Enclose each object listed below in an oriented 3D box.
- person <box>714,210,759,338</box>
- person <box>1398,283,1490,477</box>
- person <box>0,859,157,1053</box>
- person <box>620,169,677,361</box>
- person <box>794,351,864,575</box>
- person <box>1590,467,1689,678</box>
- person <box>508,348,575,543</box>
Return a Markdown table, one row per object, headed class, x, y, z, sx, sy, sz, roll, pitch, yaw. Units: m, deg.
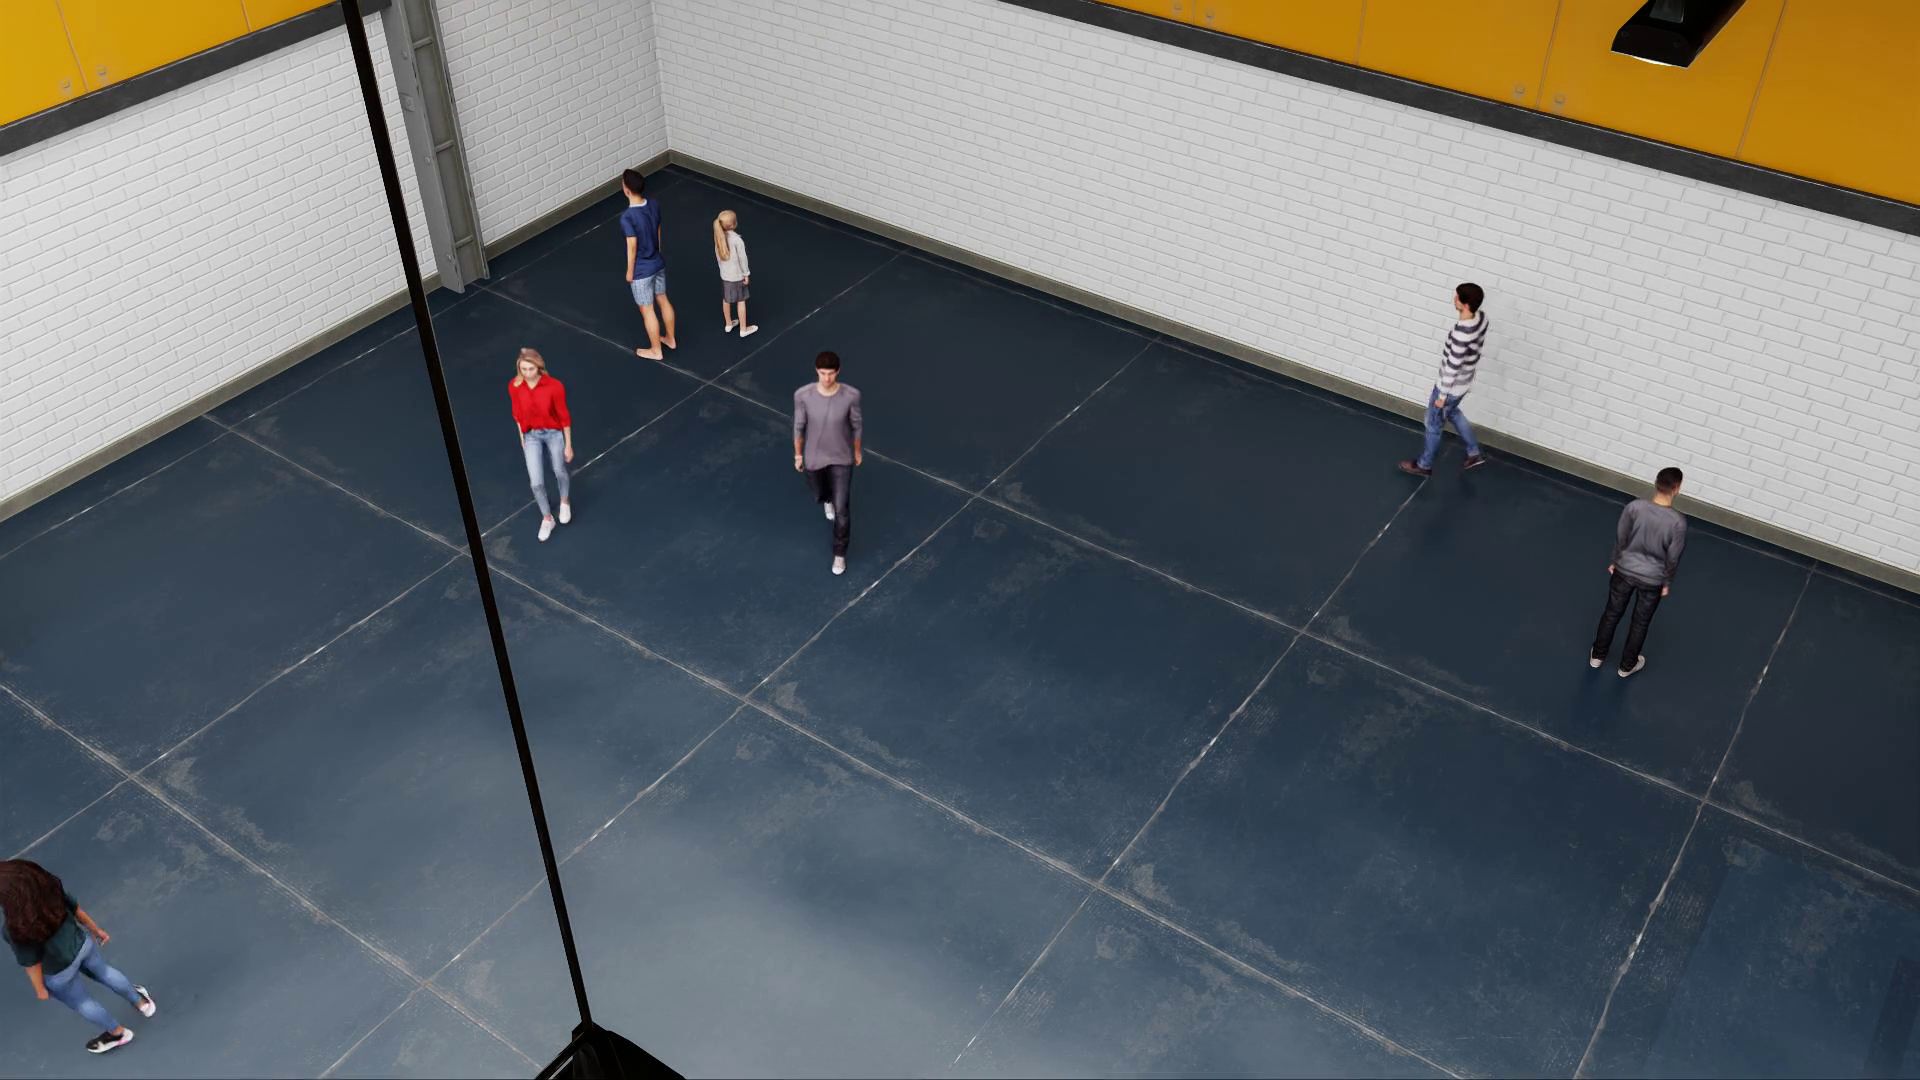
| class | x | y | z | sx | sy | sz | roll | pitch | yaw |
| --- | --- | --- | --- | --- | --- | --- | --- | --- | --- |
| person | -2.138 | -2.525 | 15.651 | 0.506 | 1.275 | 0.514 | 22 | 44 | 25 |
| person | 4.119 | -1.286 | 13.645 | 0.740 | 1.842 | 0.809 | 25 | 45 | 28 |
| person | -4.978 | 2.320 | 9.331 | 0.895 | 1.590 | 0.762 | 12 | 40 | 15 |
| person | -2.857 | -2.510 | 15.173 | 0.671 | 1.847 | 0.485 | 22 | 43 | 25 |
| person | -1.018 | -0.695 | 12.918 | 1.044 | 1.825 | 1.213 | 1 | 39 | 2 |
| person | 4.834 | 0.231 | 11.807 | 0.611 | 1.765 | 0.525 | 25 | 45 | 28 |
| person | -3.276 | -0.854 | 13.228 | 0.833 | 1.688 | 0.903 | -2 | 39 | -2 |
